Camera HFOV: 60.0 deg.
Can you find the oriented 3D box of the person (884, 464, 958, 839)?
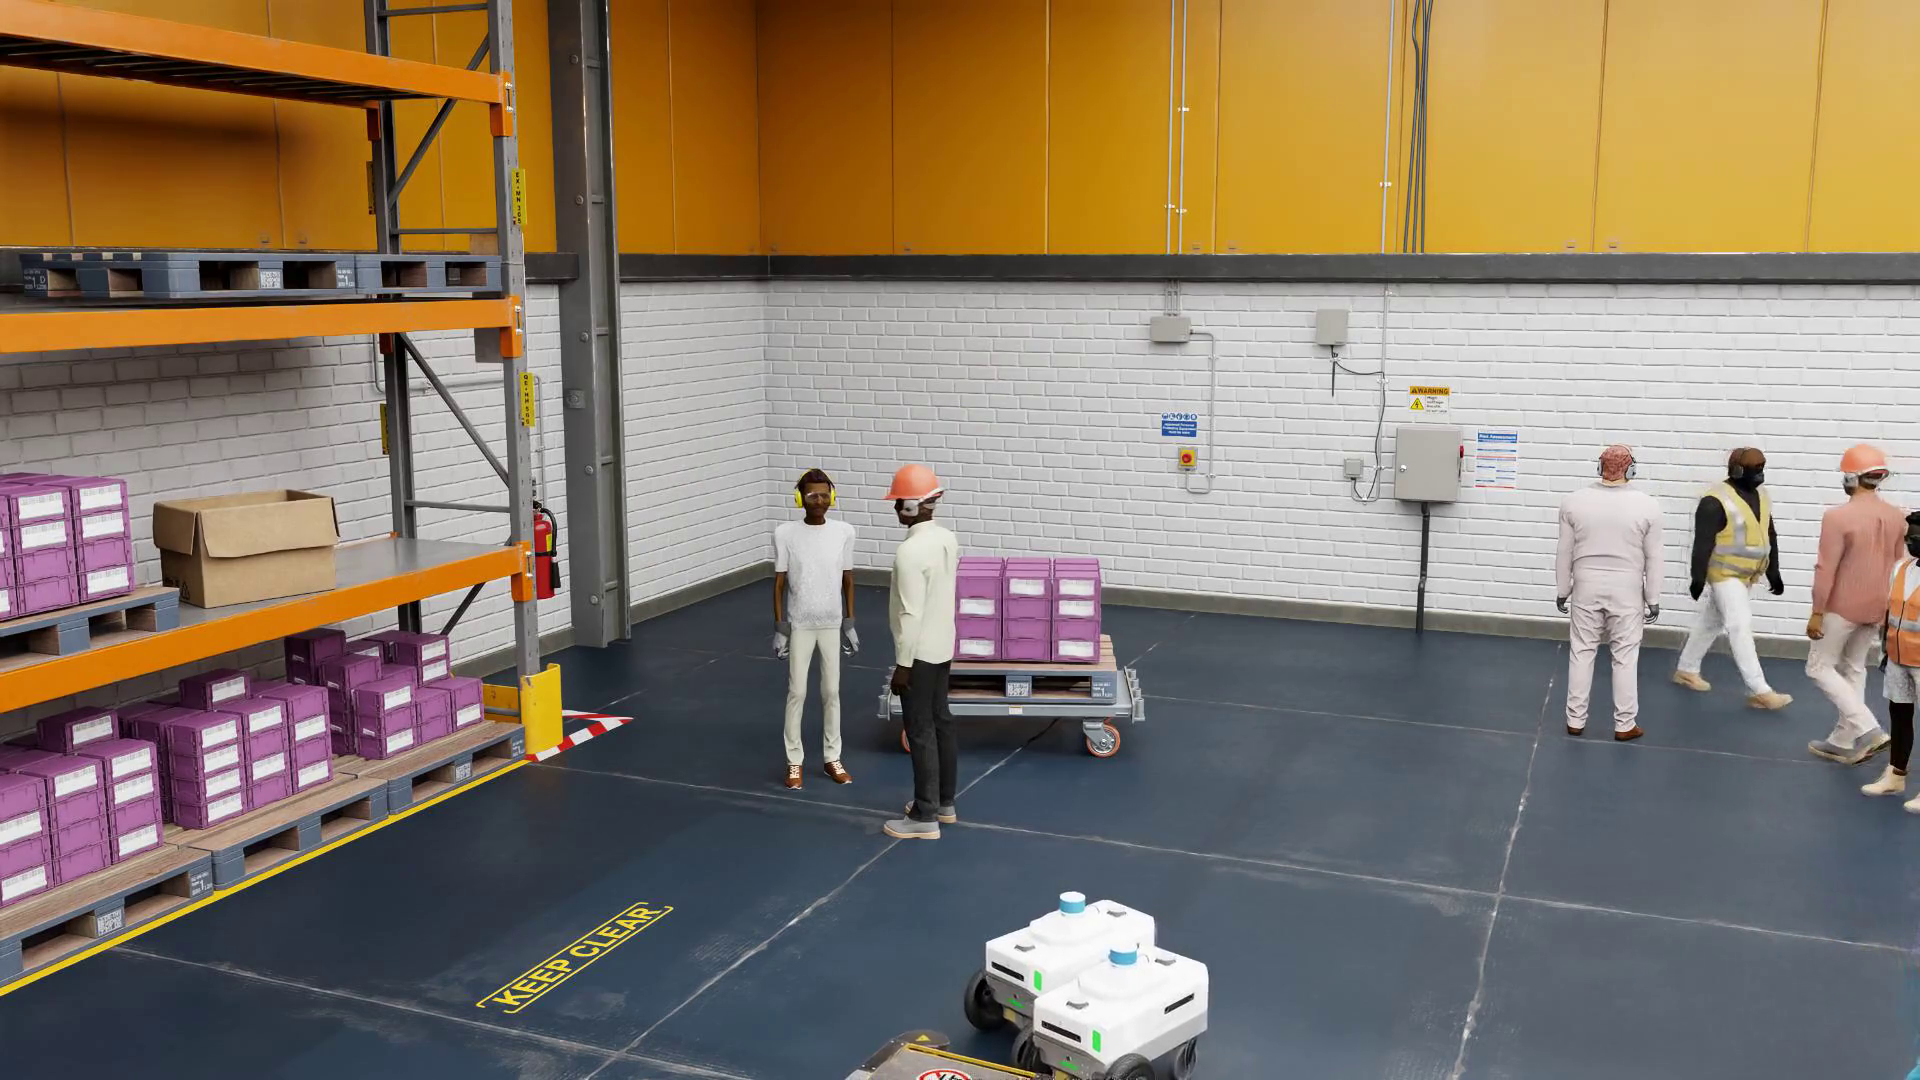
[{"bbox_3d":[-0.215,0.589,8.859,0.397,1.990,0.623,4,10,21],"label":"person"}]

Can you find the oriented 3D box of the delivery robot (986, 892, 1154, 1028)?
[{"bbox_3d":[0.443,1.636,6.576,0.707,0.478,0.477,-8,12,-41],"label":"delivery robot"}]

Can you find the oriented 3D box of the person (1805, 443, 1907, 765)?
[{"bbox_3d":[5.404,0.411,9.982,0.635,1.976,0.565,-3,10,-20],"label":"person"}]

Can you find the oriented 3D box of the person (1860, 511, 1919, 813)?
[{"bbox_3d":[5.346,0.668,9.277,0.317,1.695,0.540,-2,10,-13],"label":"person"}]

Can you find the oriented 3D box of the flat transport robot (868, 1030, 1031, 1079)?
[{"bbox_3d":[-0.217,2.016,5.419,0.652,0.197,1.431,5,11,27],"label":"flat transport robot"}]

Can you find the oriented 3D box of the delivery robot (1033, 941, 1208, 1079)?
[{"bbox_3d":[0.597,1.715,6.098,0.477,0.478,0.707,9,13,43],"label":"delivery robot"}]

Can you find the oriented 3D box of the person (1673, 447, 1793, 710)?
[{"bbox_3d":[5.410,0.245,11.594,0.626,1.797,0.971,-6,11,-33],"label":"person"}]

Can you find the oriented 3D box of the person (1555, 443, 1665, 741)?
[{"bbox_3d":[4.166,0.332,10.676,0.653,1.906,0.405,6,11,31],"label":"person"}]

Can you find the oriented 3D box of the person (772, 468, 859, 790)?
[{"bbox_3d":[-0.840,0.511,9.695,0.513,1.876,0.328,-3,10,-19],"label":"person"}]
